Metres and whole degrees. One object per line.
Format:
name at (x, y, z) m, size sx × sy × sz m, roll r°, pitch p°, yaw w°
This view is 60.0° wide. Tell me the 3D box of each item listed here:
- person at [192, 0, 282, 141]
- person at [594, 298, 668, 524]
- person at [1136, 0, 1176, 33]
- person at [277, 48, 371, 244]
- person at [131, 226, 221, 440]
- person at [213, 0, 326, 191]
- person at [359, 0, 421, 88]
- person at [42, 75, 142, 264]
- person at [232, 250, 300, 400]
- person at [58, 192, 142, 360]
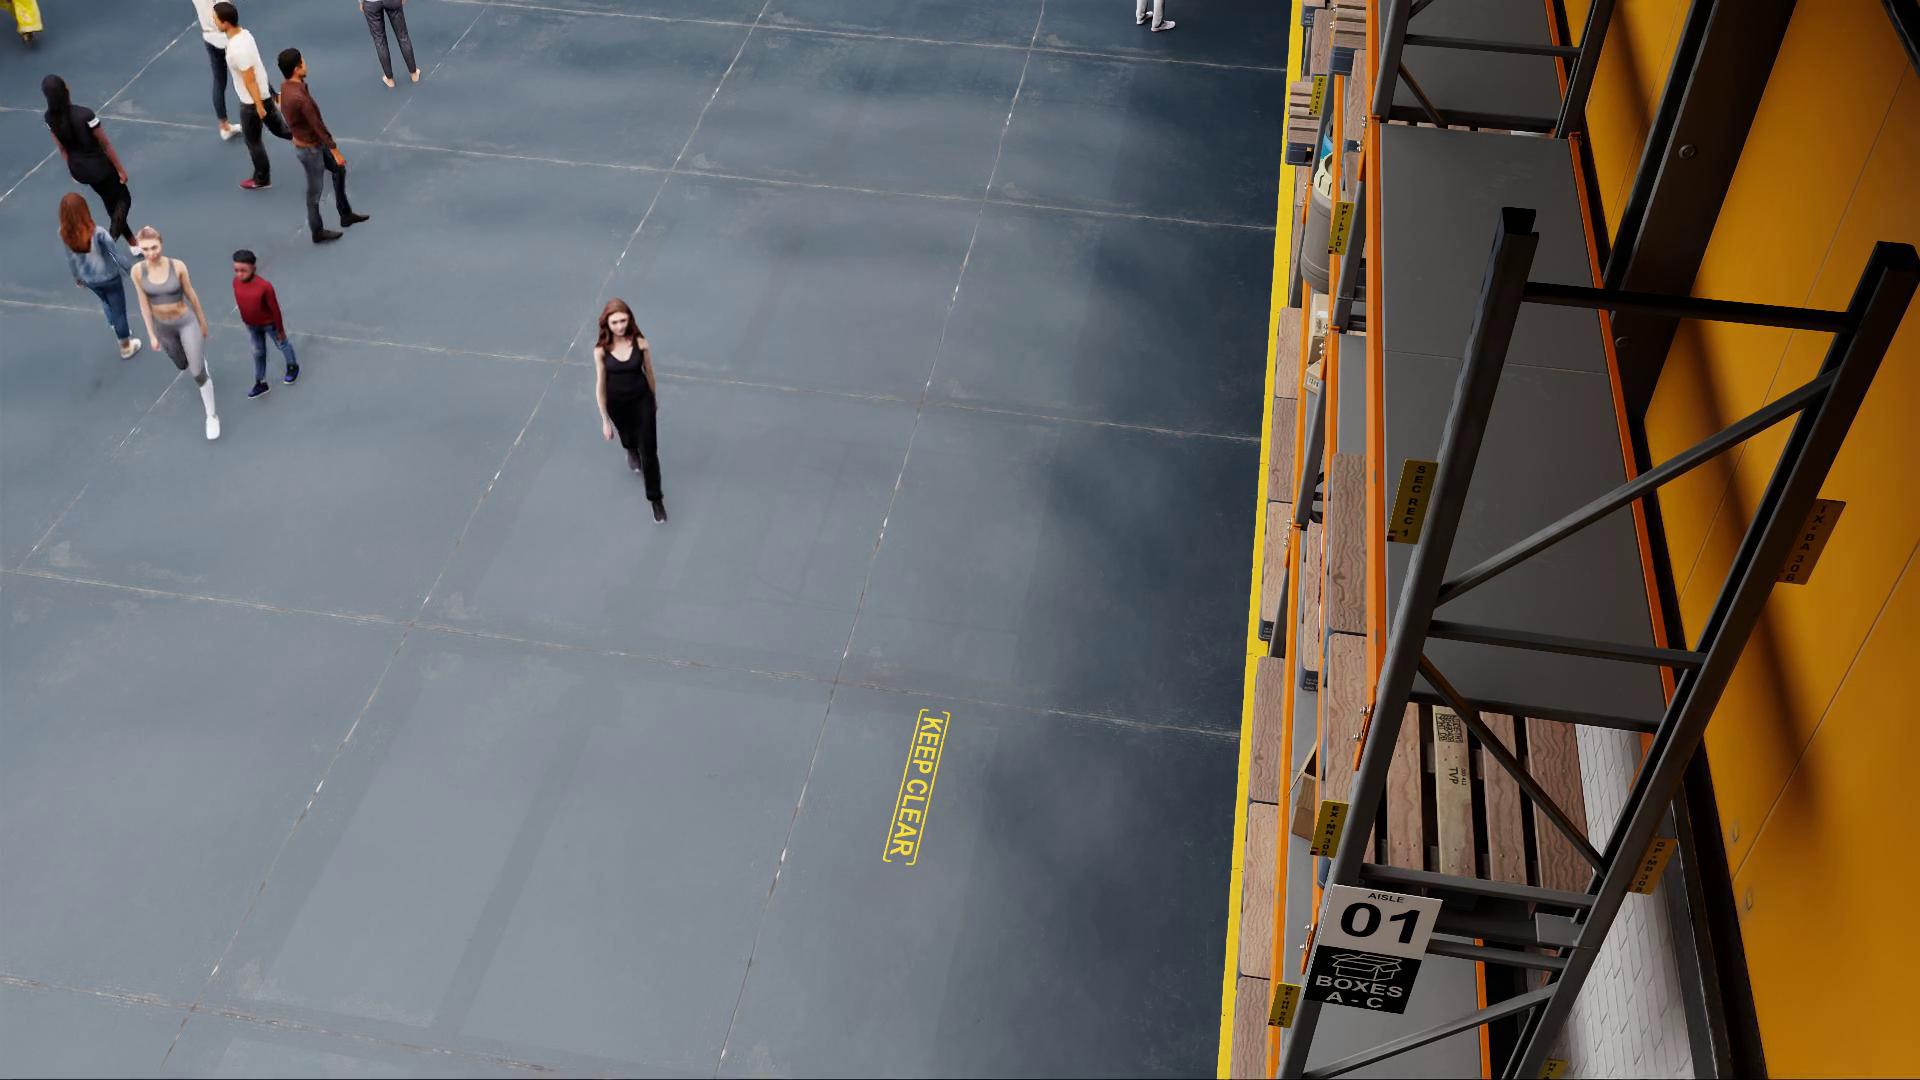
person at (-6.981, -4.594, 15.609) m, size 0.820 × 1.763 × 1.189 m, roll 18°, pitch 46°, yaw 18°
person at (-2.399, -1.035, 11.922) m, size 0.962 × 1.695 × 1.235 m, roll -13°, pitch 45°, yaw -13°
person at (2.034, -6.220, 17.227) m, size 0.779 × 1.886 × 0.742 m, roll -31°, pitch 52°, yaw -28°
person at (-5.670, -3.332, 14.292) m, size 0.930 × 1.754 × 0.876 m, roll -17°, pitch 46°, yaw -17°
person at (-5.911, -1.638, 12.564) m, size 0.832 × 1.683 × 1.130 m, roll -9°, pitch 44°, yaw -10°
person at (-6.233, -3.988, 14.978) m, size 0.996 × 1.766 × 1.149 m, roll -8°, pitch 44°, yaw -8°
person at (-5.708, -5.343, 16.391) m, size 0.692 × 1.768 × 0.717 m, roll -19°, pitch 47°, yaw -19°
person at (-7.344, -3.080, 14.050) m, size 0.669 × 1.721 × 0.883 m, roll 7°, pitch 44°, yaw 7°
person at (-5.420, -1.751, 13.007) m, size 0.511 × 1.237 × 0.722 m, roll 8°, pitch 44°, yaw 8°
person at (-6.821, -2.044, 13.144) m, size 0.630 × 1.471 × 0.612 m, roll 2°, pitch 44°, yaw 2°
